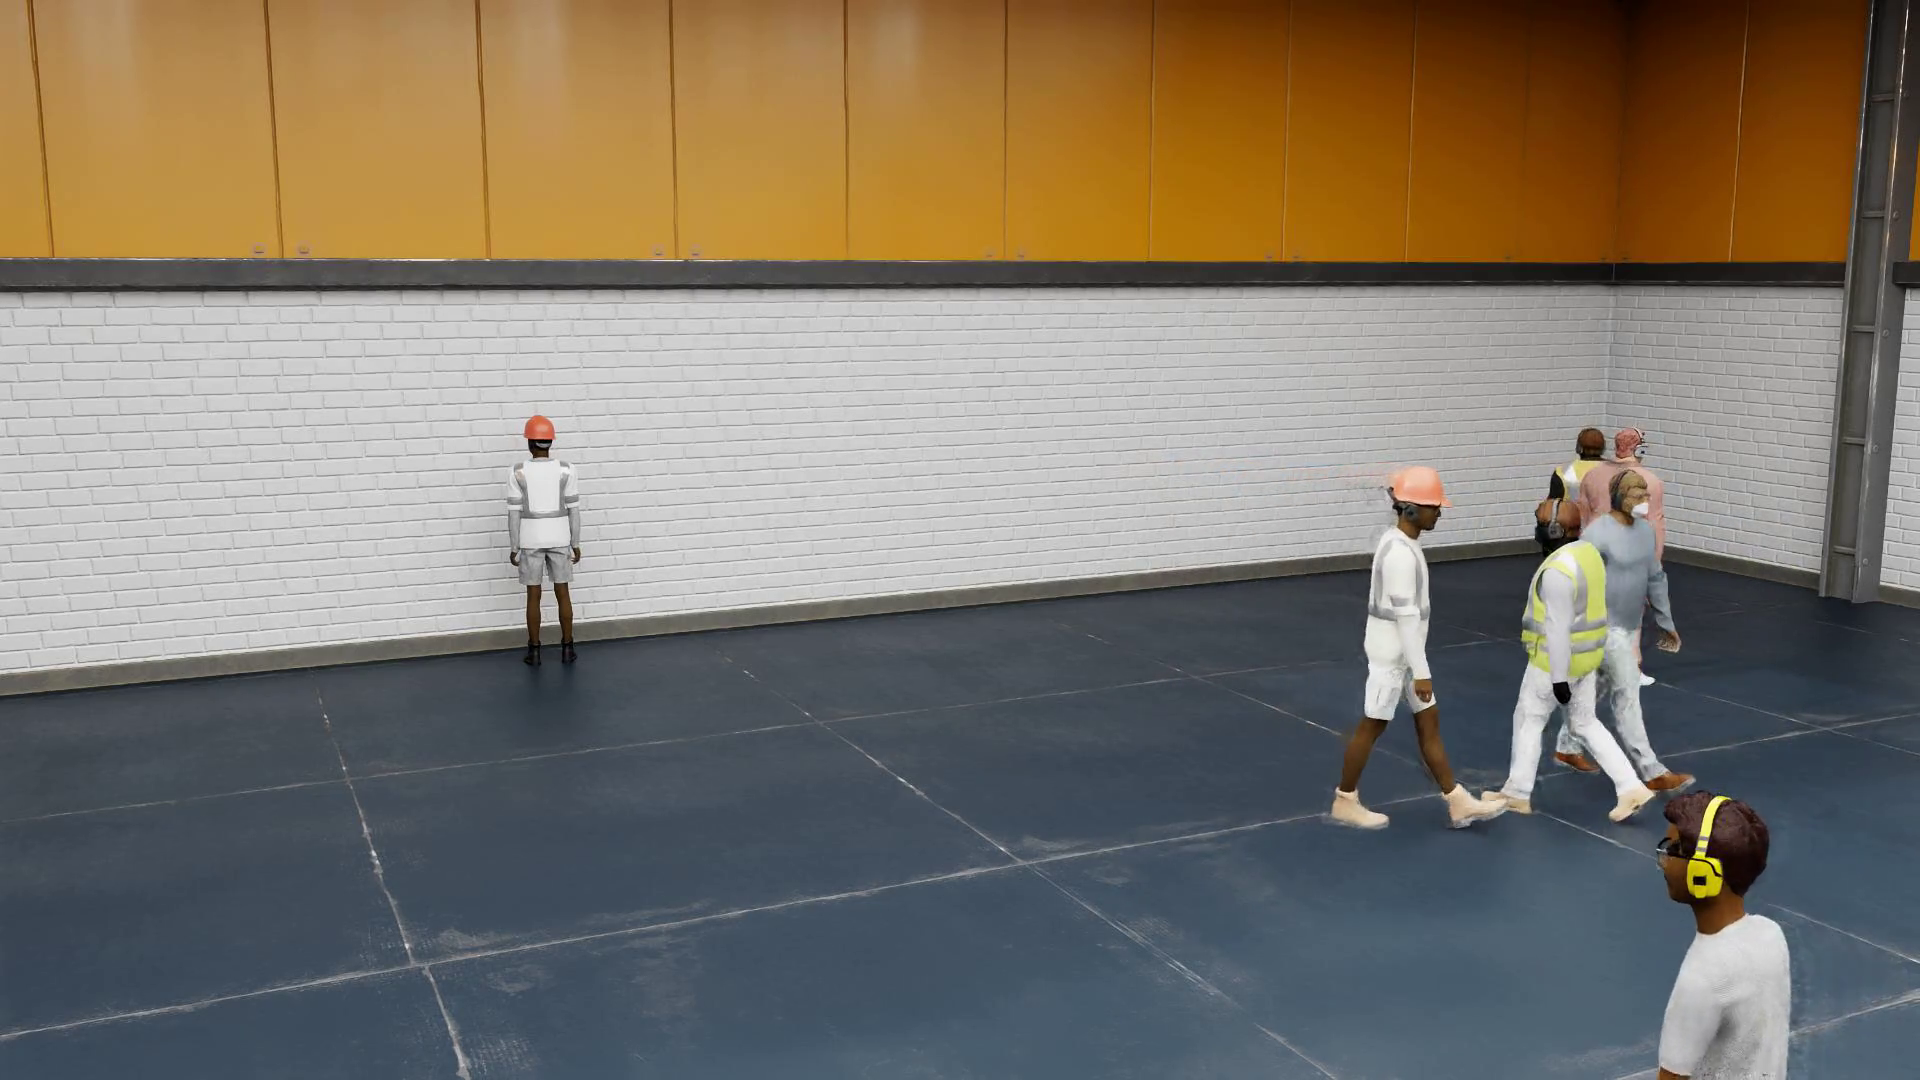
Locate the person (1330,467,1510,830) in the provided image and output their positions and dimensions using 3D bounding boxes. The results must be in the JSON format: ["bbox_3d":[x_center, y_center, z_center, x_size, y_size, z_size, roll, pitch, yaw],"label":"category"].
[{"bbox_3d":[2.478,0.612,8.891,1.000,1.994,0.639,3,10,19],"label":"person"}]

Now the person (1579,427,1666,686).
[{"bbox_3d":[4.887,0.119,12.256,0.403,1.904,0.652,-7,11,-37],"label":"person"}]

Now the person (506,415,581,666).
[{"bbox_3d":[-3.211,0.005,12.854,0.552,1.938,0.357,-3,10,-19],"label":"person"}]

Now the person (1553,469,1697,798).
[{"bbox_3d":[3.919,0.531,9.749,0.635,1.884,1.014,-7,12,-38],"label":"person"}]

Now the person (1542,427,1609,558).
[{"bbox_3d":[5.023,-0.005,13.354,0.637,1.805,0.939,0,9,2],"label":"person"}]

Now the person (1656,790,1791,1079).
[{"bbox_3d":[1.680,1.492,3.994,0.946,1.828,0.516,7,11,36],"label":"person"}]

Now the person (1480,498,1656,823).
[{"bbox_3d":[3.391,0.669,9.155,0.857,1.809,0.612,8,12,41],"label":"person"}]
